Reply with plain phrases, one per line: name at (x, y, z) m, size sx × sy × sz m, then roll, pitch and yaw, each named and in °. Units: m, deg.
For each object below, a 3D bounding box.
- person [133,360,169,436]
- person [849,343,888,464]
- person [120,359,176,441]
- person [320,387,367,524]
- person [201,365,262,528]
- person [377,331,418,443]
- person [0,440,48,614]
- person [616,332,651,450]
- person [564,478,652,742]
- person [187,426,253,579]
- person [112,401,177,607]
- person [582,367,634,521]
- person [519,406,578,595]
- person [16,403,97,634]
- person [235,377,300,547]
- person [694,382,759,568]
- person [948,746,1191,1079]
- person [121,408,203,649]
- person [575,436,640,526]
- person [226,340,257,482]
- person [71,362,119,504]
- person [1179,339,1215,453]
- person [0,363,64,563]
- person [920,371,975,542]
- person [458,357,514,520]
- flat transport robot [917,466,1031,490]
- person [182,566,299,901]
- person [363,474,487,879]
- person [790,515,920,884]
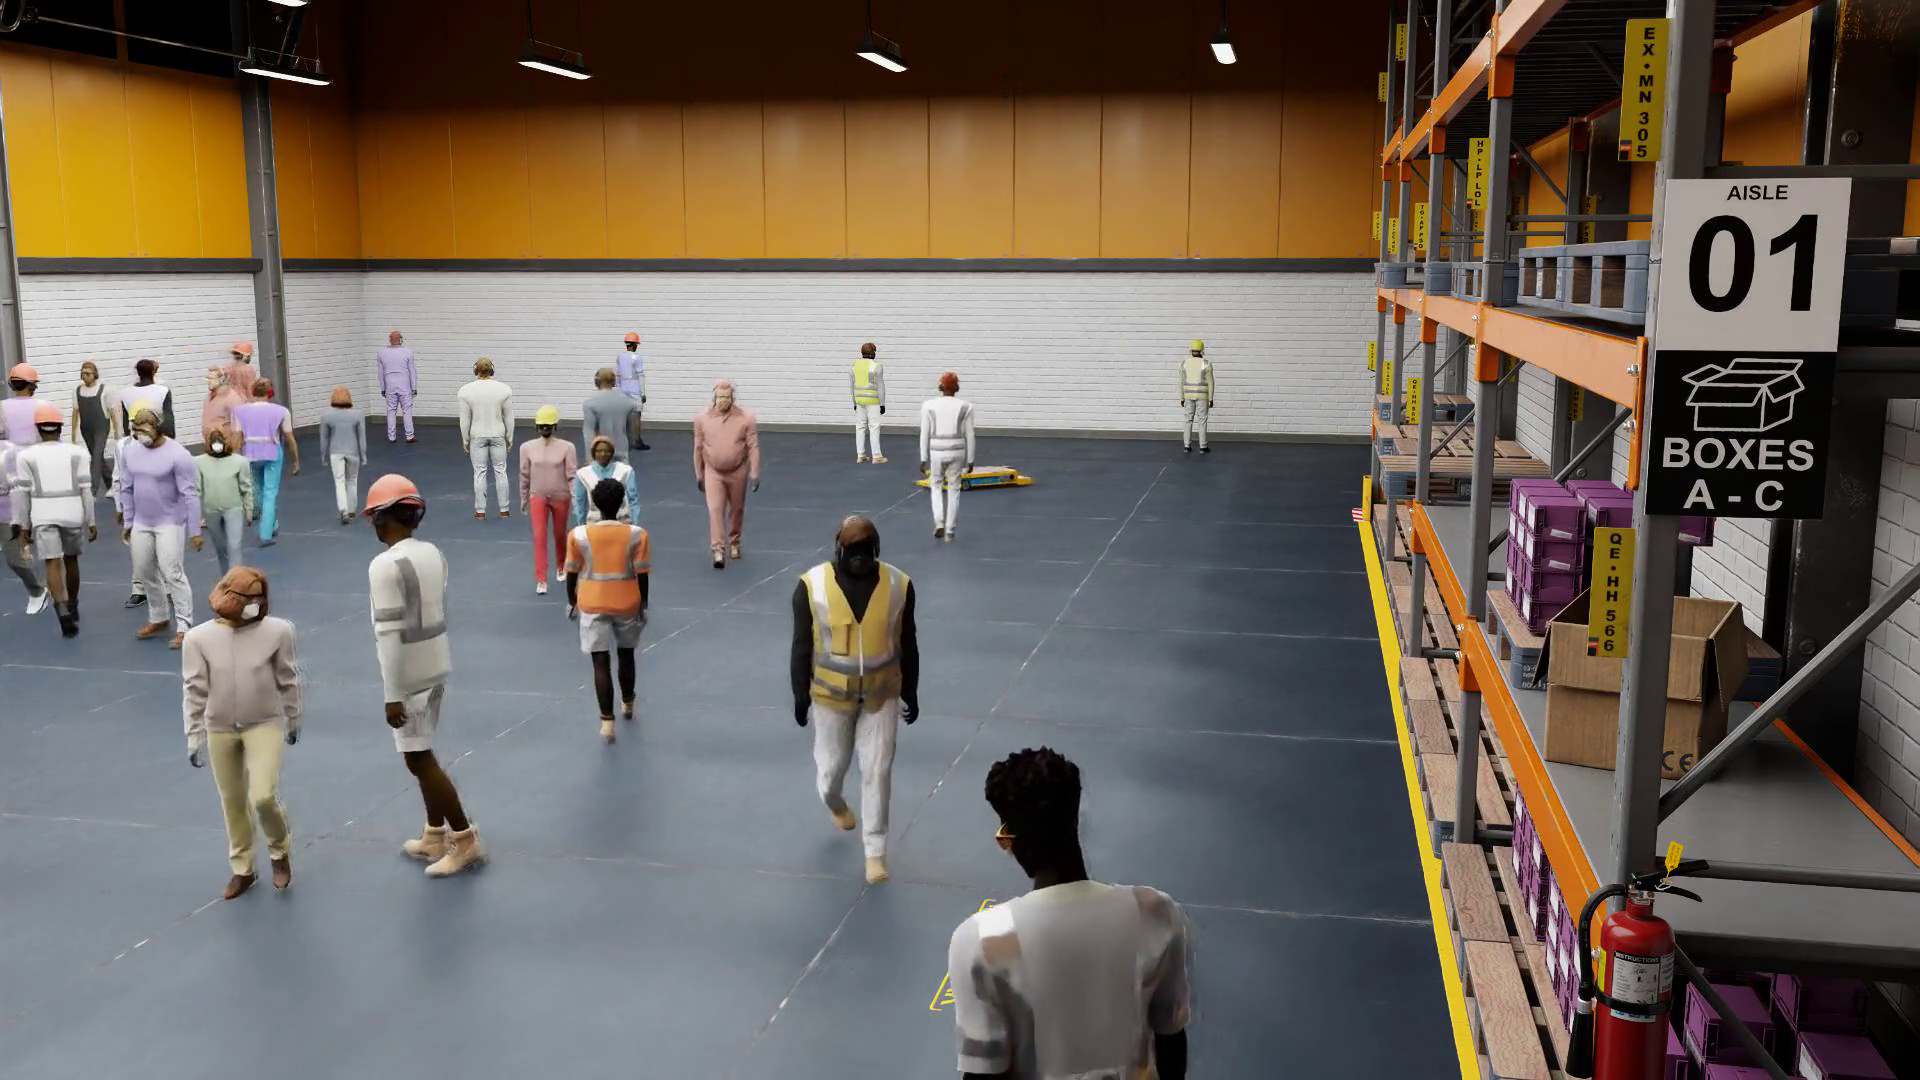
person at (-11.821, -1.817, 24.373) m, size 0.523 × 1.637 × 0.310 m, roll -1°, pitch 9°, yaw -4°
person at (-1.382, -2.086, 25.384) m, size 0.624 × 1.844 × 0.429 m, roll 6°, pitch 11°, yaw 33°
person at (-9.663, -1.209, 19.890) m, size 0.619 × 1.904 × 0.538 m, roll -1°, pitch 9°, yaw -5°
person at (-7.243, -1.000, 19.564) m, size 0.507 × 1.605 × 0.795 m, roll -4°, pitch 10°, yaw -23°
person at (-8.539, -1.106, 19.371) m, size 0.646 × 1.871 × 0.939 m, roll 8°, pitch 12°, yaw 40°
person at (-9.532, -2.595, 28.253) m, size 0.643 × 1.908 × 0.408 m, roll 0°, pitch 9°, yaw -2°
person at (-8.161, -0.226, 14.102) m, size 0.596 × 1.882 × 0.844 m, roll 0°, pitch 9°, yaw -2°
person at (-5.341, -2.428, 27.159) m, size 0.544 × 1.936 × 0.359 m, roll 5°, pitch 11°, yaw 30°
person at (-2.287, 0.421, 10.806) m, size 0.547 × 1.655 × 0.828 m, roll -3°, pitch 10°, yaw -16°
person at (-6.611, -0.216, 14.860) m, size 0.513 × 1.594 × 0.835 m, roll -2°, pitch 10°, yaw -9°
person at (-7.189, -0.311, 14.715) m, size 0.596 × 1.832 × 0.404 m, roll -1°, pitch 9°, yaw -4°
person at (-3.914, -0.952, 18.359) m, size 0.691 × 1.902 × 0.840 m, roll -8°, pitch 13°, yaw -41°
person at (-3.850, -0.405, 15.621) m, size 0.542 × 1.724 × 0.909 m, roll -2°, pitch 10°, yaw -11°
person at (-7.476, -0.182, 13.787) m, size 0.548 × 1.896 × 0.953 m, roll -6°, pitch 11°, yaw -32°
person at (-7.524, -0.866, 18.140) m, size 0.597 × 1.792 × 0.945 m, roll -1°, pitch 9°, yaw -4°
person at (-2.363, -0.669, 16.831) m, size 0.649 × 1.853 × 1.008 m, roll -1°, pitch 10°, yaw -9°
person at (0.277, 1.441, 3.989) m, size 0.618 × 1.901 × 1.048 m, roll -2°, pitch 10°, yaw -9°
person at (-6.350, -0.111, 13.264) m, size 0.779 × 1.915 × 0.535 m, roll 3°, pitch 10°, yaw 15°
person at (-2.980, -0.089, 14.093) m, size 0.519 × 1.592 × 0.855 m, roll -3°, pitch 10°, yaw -15°
person at (-9.890, -1.772, 23.061) m, size 0.642 × 1.975 × 0.508 m, roll 5°, pitch 11°, yaw 28°
person at (-11.064, -1.379, 21.260) m, size 0.521 × 1.798 × 0.991 m, roll 0°, pitch 9°, yaw 1°
person at (3.811, -2.310, 26.745) m, size 0.590 × 1.837 × 0.404 m, roll 5°, pitch 11°, yaw 26°
person at (-9.393, -0.763, 16.810) m, size 0.614 × 2.039 × 0.394 m, roll -2°, pitch 10°, yaw -13°
person at (-0.133, -0.908, 18.189) m, size 0.612 × 1.871 × 0.413 m, roll 1°, pitch 9°, yaw 3°
person at (-5.607, -1.197, 19.734) m, size 0.632 × 1.940 × 0.372 m, roll -4°, pitch 10°, yaw -21°
flat transport robot at (0.190, -0.852, 22.670) m, size 1.431 × 0.197 × 0.652 m, roll -5°, pitch 11°, yaw -30°
person at (-3.409, 0.926, 7.907) m, size 0.471 × 1.623 × 0.419 m, roll -2°, pitch 10°, yaw -12°
person at (-2.676, 0.678, 8.273) m, size 0.598 × 2.003 × 0.634 m, roll 1°, pitch 9°, yaw 7°
person at (-0.533, 0.747, 8.400) m, size 0.648 × 1.822 × 0.750 m, roll -2°, pitch 10°, yaw -9°
